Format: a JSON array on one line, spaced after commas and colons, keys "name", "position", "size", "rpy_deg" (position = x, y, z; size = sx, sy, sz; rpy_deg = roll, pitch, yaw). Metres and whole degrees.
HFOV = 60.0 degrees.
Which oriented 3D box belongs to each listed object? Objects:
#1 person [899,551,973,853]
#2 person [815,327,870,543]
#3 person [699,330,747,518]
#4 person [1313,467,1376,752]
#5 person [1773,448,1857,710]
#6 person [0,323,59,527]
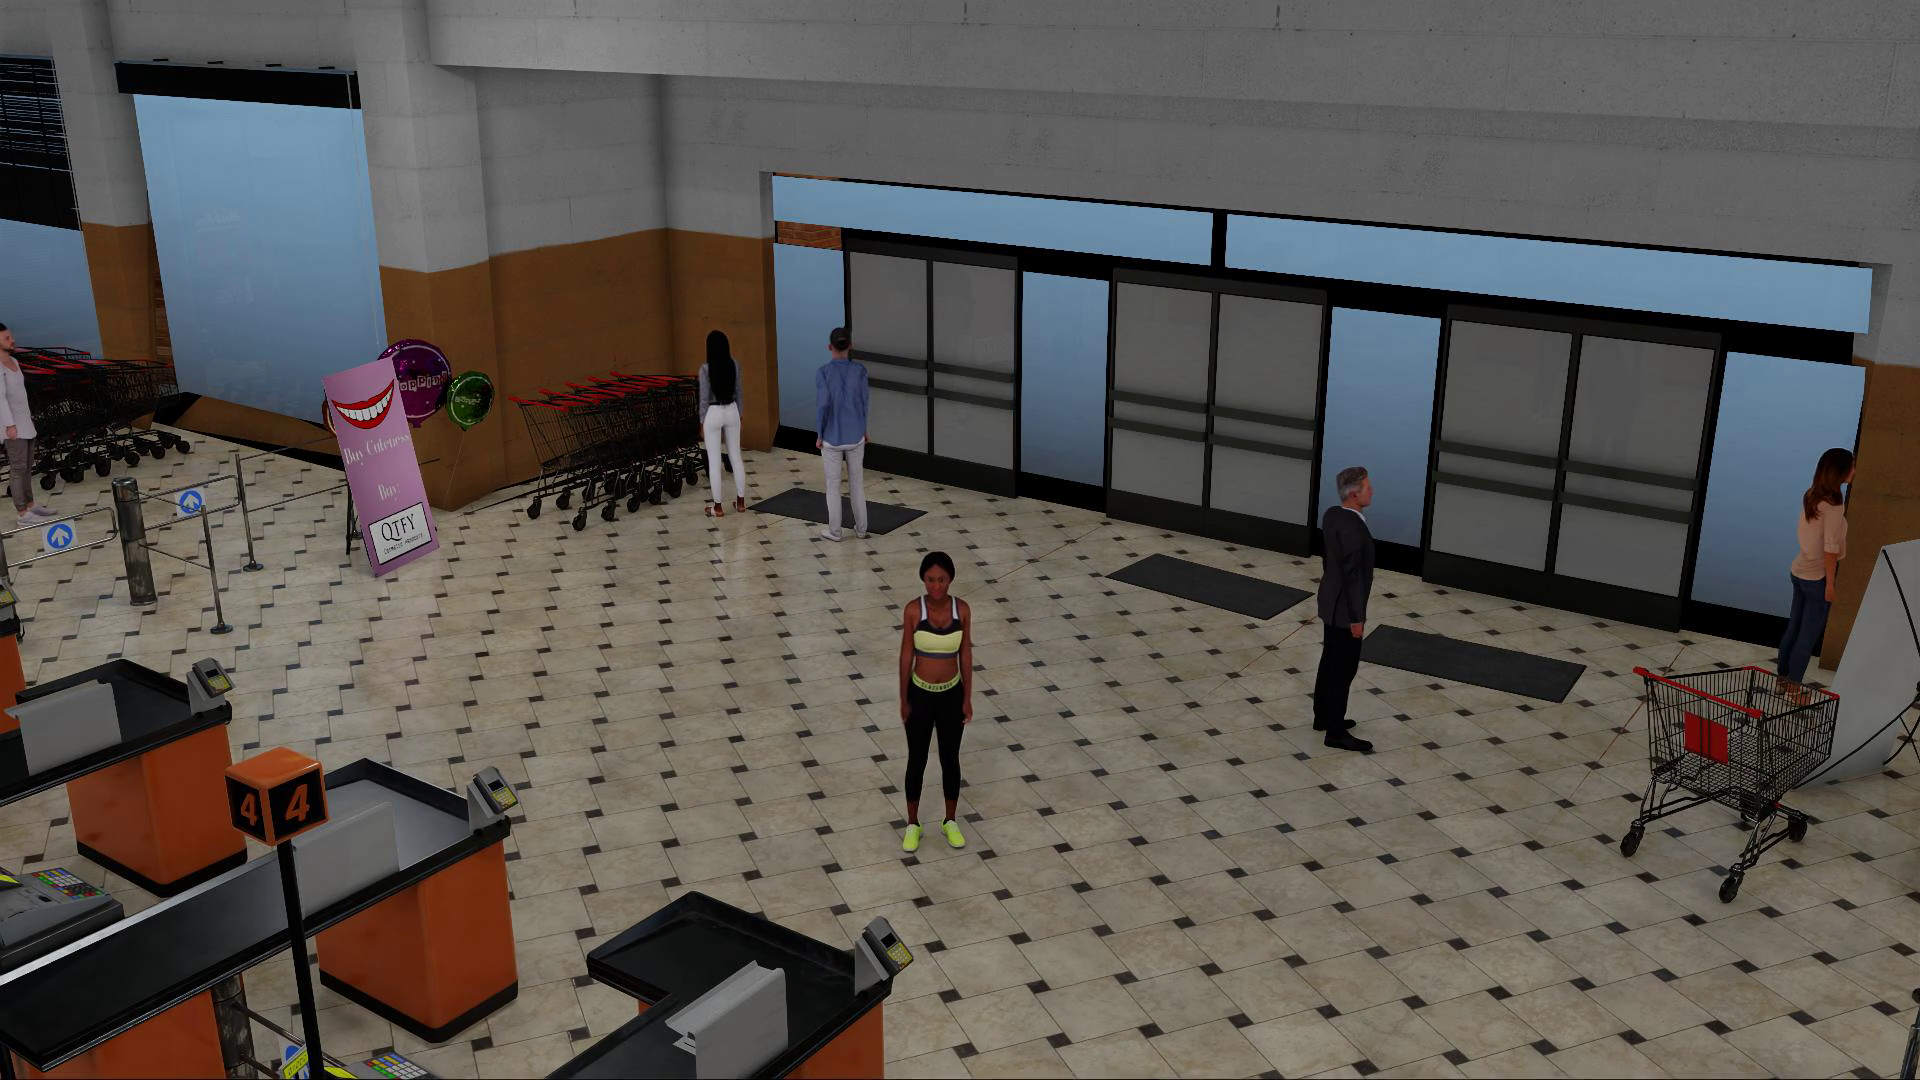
[{"name": "person", "position": [-0.140, 0.890, 9.312], "size": [0.638, 1.754, 0.689], "rpy_deg": [-2, 19, -7]}, {"name": "person", "position": [-1.026, -0.918, 14.463], "size": [0.677, 1.888, 0.798], "rpy_deg": [-8, 20, -23]}, {"name": "person", "position": [-2.177, -1.075, 15.186], "size": [0.588, 1.724, 0.723], "rpy_deg": [-11, 22, -30]}, {"name": "person", "position": [2.456, 0.410, 10.597], "size": [0.871, 1.842, 0.778], "rpy_deg": [-1, 19, -3]}, {"name": "person", "position": [5.732, 0.243, 11.171], "size": [0.731, 1.792, 0.618], "rpy_deg": [2, 19, 5]}, {"name": "person", "position": [-8.493, -1.054, 14.941], "size": [0.790, 1.841, 0.746], "rpy_deg": [-4, 19, -13]}]
